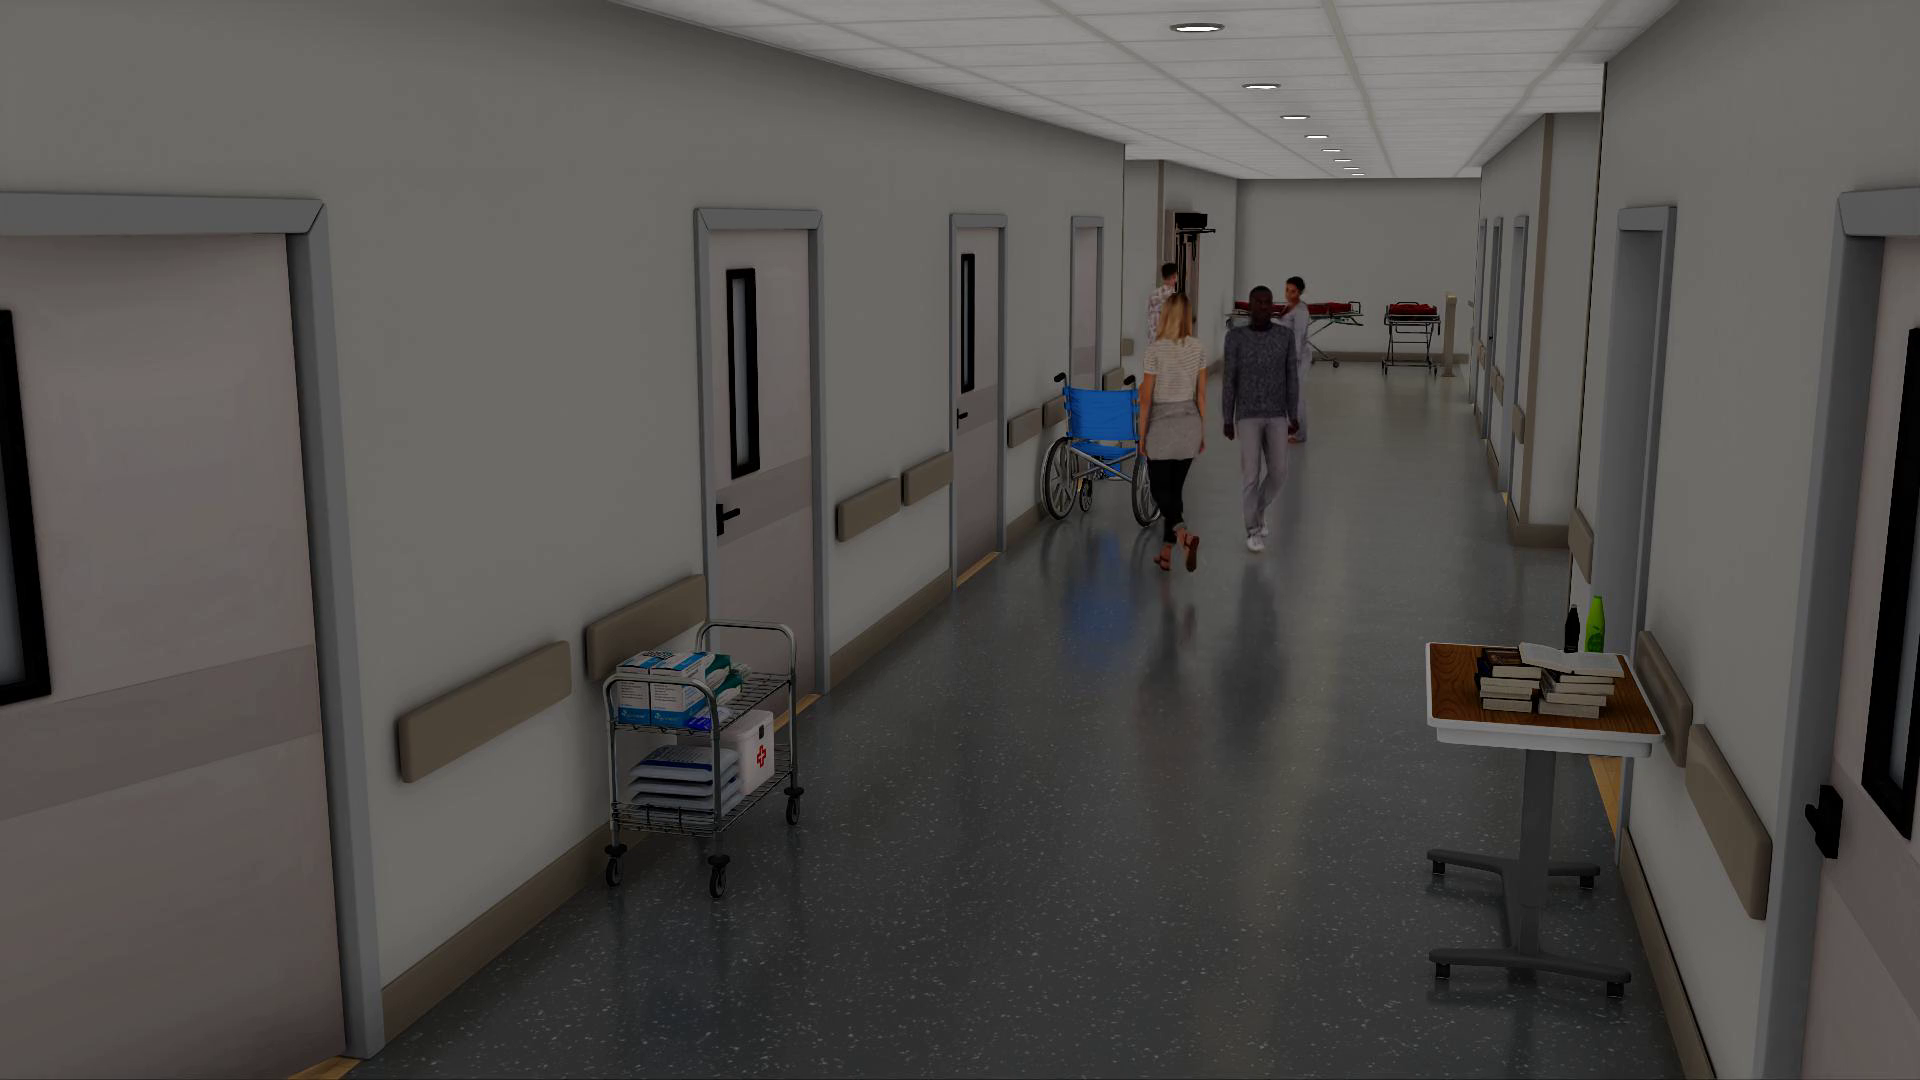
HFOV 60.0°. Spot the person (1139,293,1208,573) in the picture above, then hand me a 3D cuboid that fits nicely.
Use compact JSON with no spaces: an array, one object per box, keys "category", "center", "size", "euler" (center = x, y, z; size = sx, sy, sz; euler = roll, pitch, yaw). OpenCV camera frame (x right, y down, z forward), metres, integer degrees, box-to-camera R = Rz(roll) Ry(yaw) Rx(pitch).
[{"category":"person","center":[1.383,-0.630,10.521],"size":[0.941,1.797,1.129],"euler":[-3,11,-15]}]

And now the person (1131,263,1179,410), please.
[{"category":"person","center":[2.297,-2.278,19.239],"size":[1.161,1.784,1.031],"euler":[-8,14,-37]}]

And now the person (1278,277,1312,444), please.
[{"category":"person","center":[3.498,-1.858,17.235],"size":[0.965,1.706,0.771],"euler":[1,11,5]}]

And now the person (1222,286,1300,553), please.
[{"category":"person","center":[2.077,-0.849,11.601],"size":[0.830,1.824,0.875],"euler":[-1,11,-5]}]
